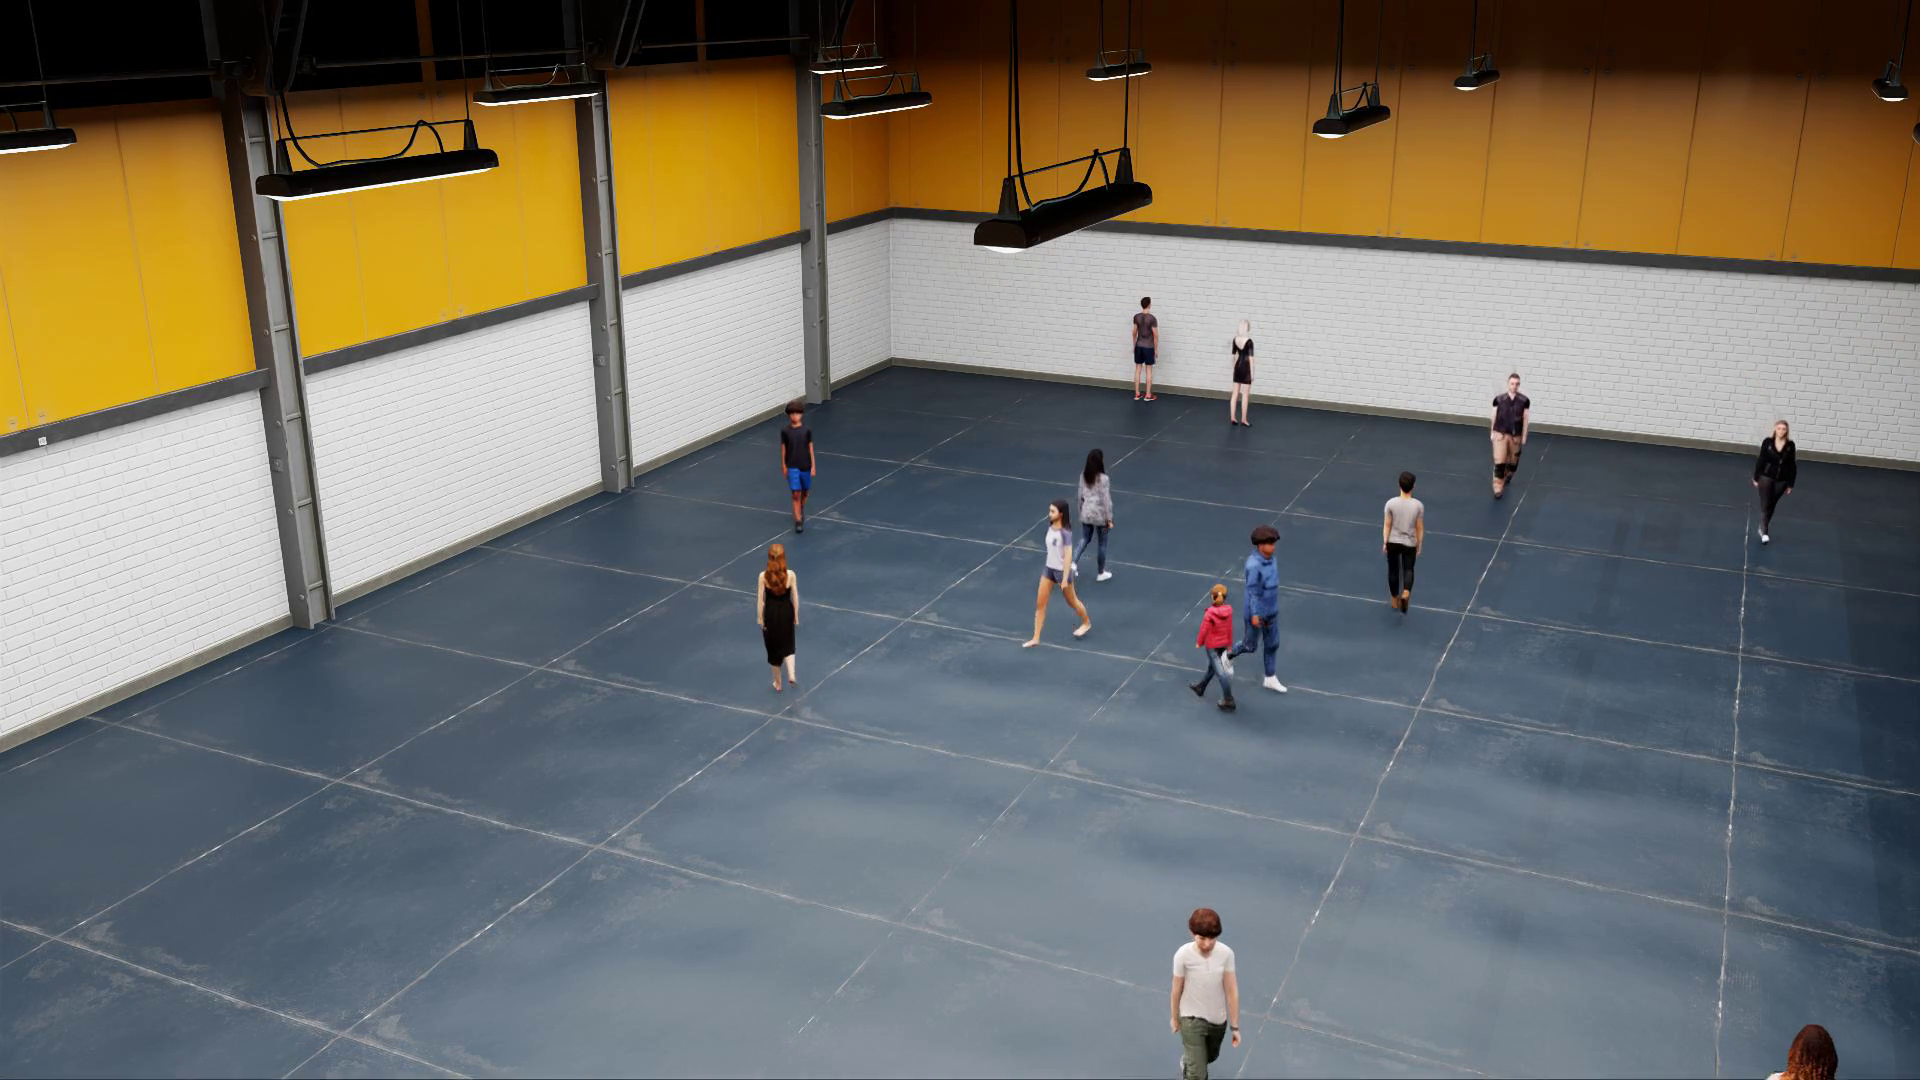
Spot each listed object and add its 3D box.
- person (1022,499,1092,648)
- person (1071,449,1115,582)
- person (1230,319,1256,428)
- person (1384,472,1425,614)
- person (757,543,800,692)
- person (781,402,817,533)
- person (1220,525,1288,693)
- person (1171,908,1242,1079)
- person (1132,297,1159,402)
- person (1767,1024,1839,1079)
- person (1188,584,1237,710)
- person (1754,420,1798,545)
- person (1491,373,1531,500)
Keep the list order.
[{"bbox_3d":[1.185,0.375,18.697,1.230,1.687,1.001,-12,22,-31],"label":"person"},{"bbox_3d":[1.626,-0.276,20.581,0.790,1.719,0.956,16,24,39],"label":"person"},{"bbox_3d":[4.739,-2.811,27.933,0.651,1.830,0.618,18,25,42],"label":"person"},{"bbox_3d":[5.202,0.058,19.612,0.693,1.704,0.926,6,19,17],"label":"person"},{"bbox_3d":[-1.893,0.846,17.409,0.743,1.618,0.803,-6,19,-17],"label":"person"},{"bbox_3d":[-2.209,-1.030,22.741,1.022,1.768,1.197,-3,19,-9],"label":"person"},{"bbox_3d":[3.099,0.715,17.534,0.980,1.785,1.062,17,25,42],"label":"person"},{"bbox_3d":[1.560,3.072,10.791,0.980,1.622,1.159,-3,19,-10],"label":"person"},{"bbox_3d":[3.294,-3.422,29.712,0.687,1.853,0.606,12,22,32],"label":"person"},{"bbox_3d":[4.601,3.534,9.175,0.621,1.778,0.630,8,20,21],"label":"person"},{"bbox_3d":[2.681,1.130,17.095,0.912,1.279,0.824,-13,23,-35],"label":"person"},{"bbox_3d":[10.857,-0.781,22.205,0.704,1.639,1.128,6,20,17],"label":"person"},{"bbox_3d":[7.963,-1.541,24.184,0.784,1.816,1.098,5,19,15],"label":"person"}]
